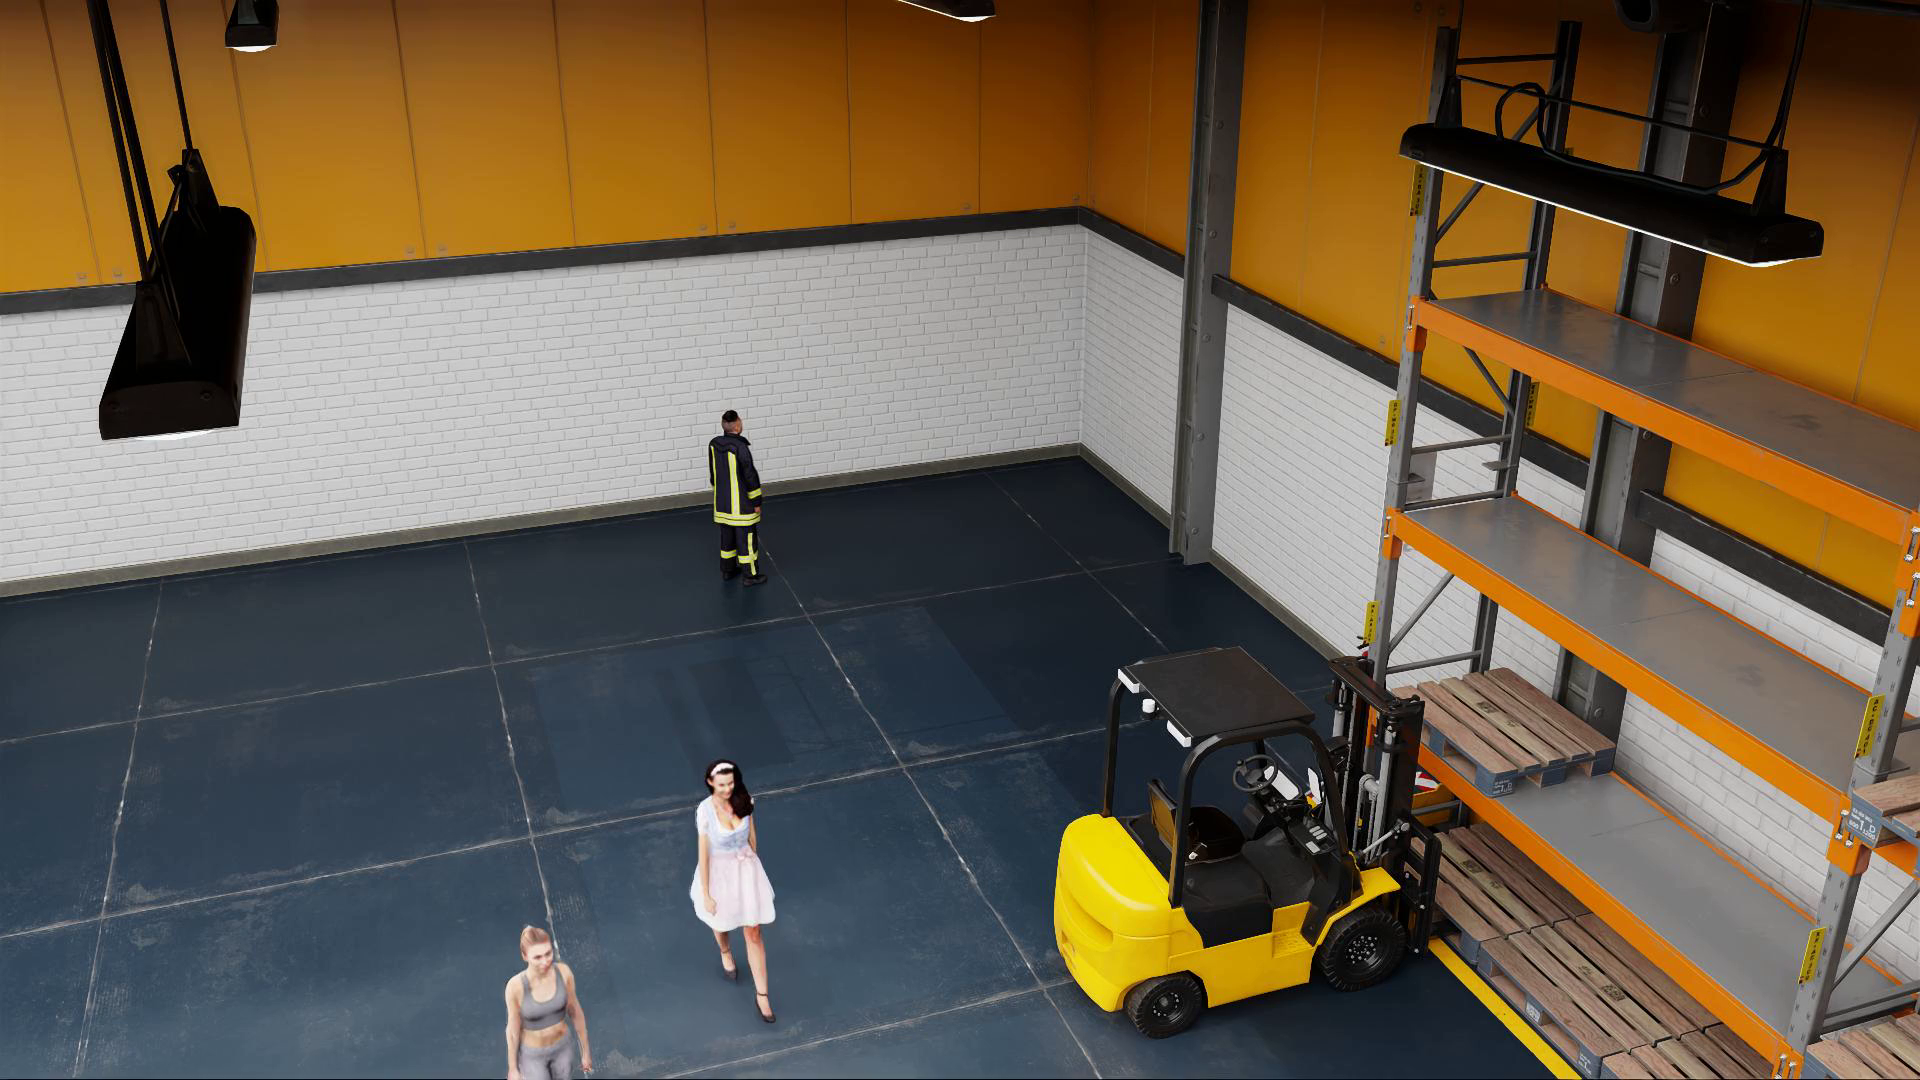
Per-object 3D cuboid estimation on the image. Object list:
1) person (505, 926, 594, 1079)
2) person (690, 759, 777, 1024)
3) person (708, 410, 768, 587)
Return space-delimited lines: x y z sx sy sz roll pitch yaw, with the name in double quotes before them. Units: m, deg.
"person" -2.354 2.856 9.335 0.671 1.696 0.677 -17 29 -34
"person" -1.539 2.177 10.793 0.740 1.774 1.135 -12 26 -26
"person" -2.246 -0.447 16.685 0.846 1.861 0.944 16 28 32
